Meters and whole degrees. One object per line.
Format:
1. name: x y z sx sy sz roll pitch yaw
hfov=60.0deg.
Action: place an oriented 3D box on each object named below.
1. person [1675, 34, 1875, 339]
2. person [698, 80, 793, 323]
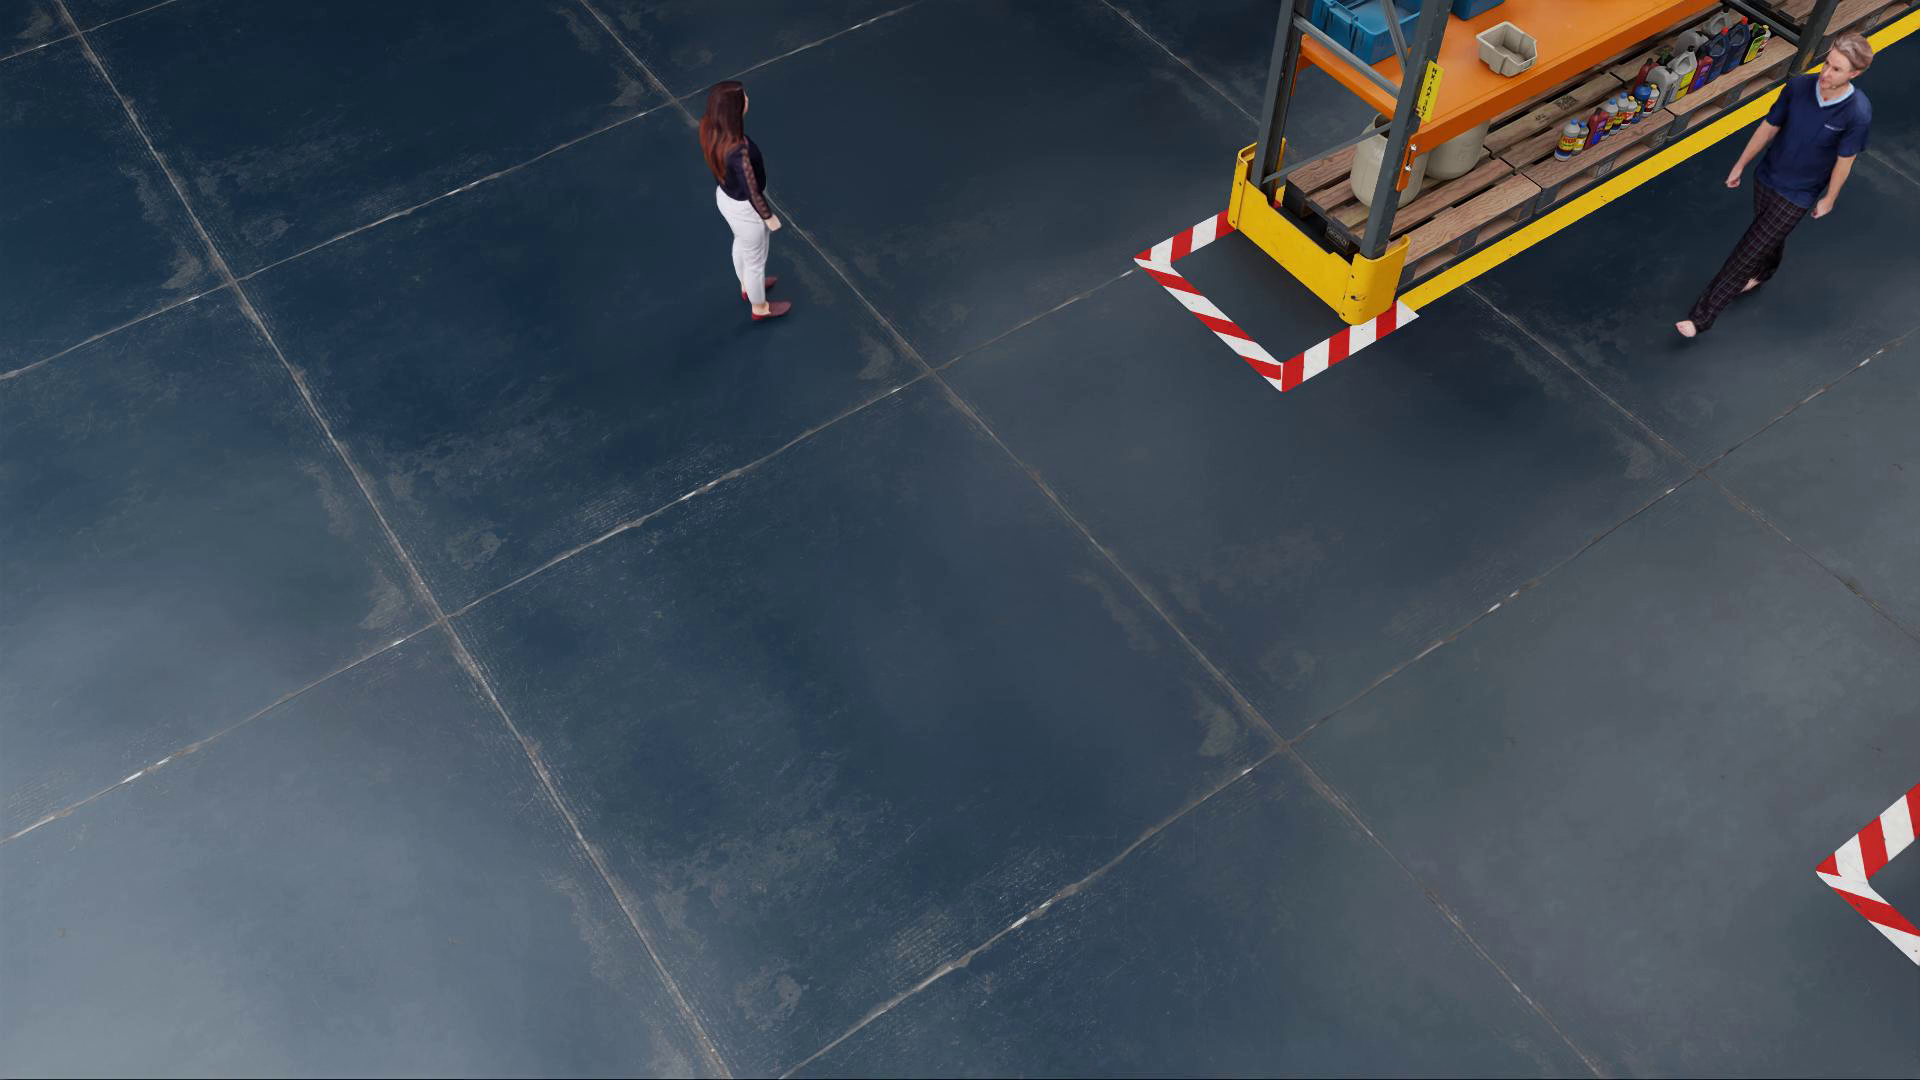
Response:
1. person: 4.574 -1.963 9.098 1.167 1.817 0.716 -26 57 -19
2. person: -1.196 -1.824 9.123 0.609 1.607 0.622 -24 56 -18
